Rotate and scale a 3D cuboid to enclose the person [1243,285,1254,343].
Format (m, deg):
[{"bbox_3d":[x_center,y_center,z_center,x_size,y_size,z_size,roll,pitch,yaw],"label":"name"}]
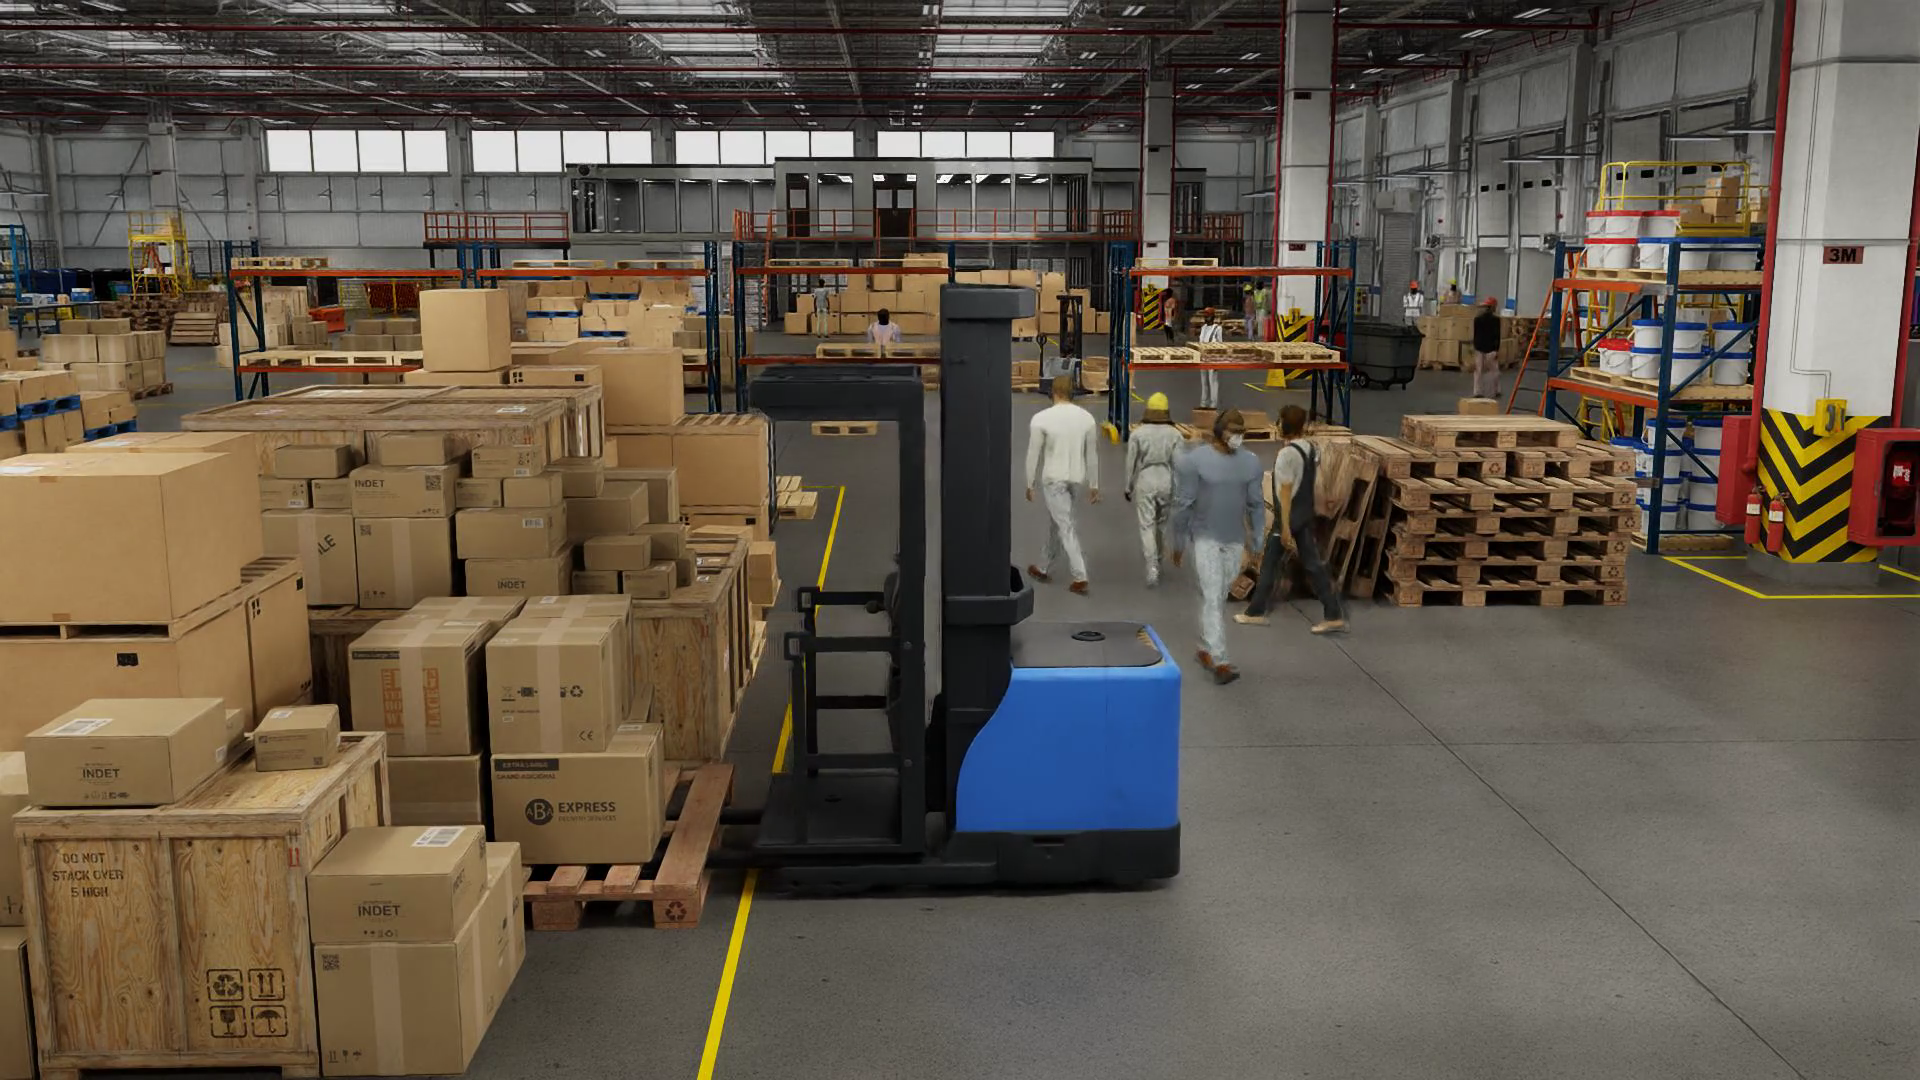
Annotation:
[{"bbox_3d":[8.628,-6.722,49.573,0.410,1.755,0.533,-2,10,-12],"label":"person"}]

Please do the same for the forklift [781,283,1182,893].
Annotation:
[{"bbox_3d":[0.090,0.173,8.014,1.873,2.768,1.129,0,10,-2],"label":"forklift"}]

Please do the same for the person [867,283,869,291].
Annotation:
[{"bbox_3d":[-3.351,-8.378,58.404,0.957,1.883,0.651,-2,10,-12],"label":"person"}]

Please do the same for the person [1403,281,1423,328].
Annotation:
[{"bbox_3d":[12.896,-6.417,47.403,0.551,1.922,0.515,2,10,12],"label":"person"}]

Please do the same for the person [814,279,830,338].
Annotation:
[{"bbox_3d":[-4.343,-7.272,52.306,0.537,1.869,0.312,1,10,8],"label":"person"}]

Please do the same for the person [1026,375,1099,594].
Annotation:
[{"bbox_3d":[0.897,-0.488,14.536,0.633,1.875,1.006,-6,12,-31],"label":"person"}]

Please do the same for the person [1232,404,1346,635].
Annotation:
[{"bbox_3d":[2.610,-0.155,12.899,0.527,1.805,0.988,-10,14,-44],"label":"person"}]

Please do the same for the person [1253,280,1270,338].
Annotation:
[{"bbox_3d":[9.374,-7.230,52.205,0.671,1.820,0.658,-7,13,-36],"label":"person"}]

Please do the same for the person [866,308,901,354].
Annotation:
[{"bbox_3d":[-1.391,-3.277,30.150,0.619,1.838,0.430,1,10,5],"label":"person"}]

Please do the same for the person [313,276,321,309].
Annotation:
[{"bbox_3d":[-25.270,-9.576,65.431,0.313,1.769,0.523,-7,12,-35],"label":"person"}]

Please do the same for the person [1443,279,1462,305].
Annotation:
[{"bbox_3d":[15.251,-7.154,51.572,0.591,1.904,0.817,-1,10,-8],"label":"person"}]

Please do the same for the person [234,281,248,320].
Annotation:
[{"bbox_3d":[-20.891,-6.592,48.460,0.557,1.899,0.971,7,12,34],"label":"person"}]

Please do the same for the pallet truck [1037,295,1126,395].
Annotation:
[{"bbox_3d":[2.483,-3.881,33.060,1.885,1.965,0.823,-7,13,-36],"label":"pallet truck"}]

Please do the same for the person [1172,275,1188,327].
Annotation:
[{"bbox_3d":[7.749,-8.558,59.292,0.747,1.948,0.388,3,11,18],"label":"person"}]

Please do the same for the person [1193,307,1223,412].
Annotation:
[{"bbox_3d":[4.396,-3.167,29.400,0.355,1.885,0.575,-6,12,-29],"label":"person"}]

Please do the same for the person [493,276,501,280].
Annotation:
[{"bbox_3d":[-16.271,-8.464,58.471,0.684,2.000,0.970,2,10,11],"label":"person"}]

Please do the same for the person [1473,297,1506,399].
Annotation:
[{"bbox_3d":[10.230,-3.685,32.054,0.890,1.959,0.654,-8,13,-38],"label":"person"}]

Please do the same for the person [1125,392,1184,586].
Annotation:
[{"bbox_3d":[1.745,-0.465,14.834,0.496,1.707,0.840,0,10,-1],"label":"person"}]

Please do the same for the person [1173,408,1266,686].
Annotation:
[{"bbox_3d":[1.841,0.046,11.481,0.634,1.886,1.010,-3,11,-16],"label":"person"}]

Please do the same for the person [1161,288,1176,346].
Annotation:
[{"bbox_3d":[5.996,-6.454,48.259,0.611,1.672,0.557,-2,10,-12],"label":"person"}]

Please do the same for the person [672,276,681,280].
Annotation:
[{"bbox_3d":[-8.793,-7.369,52.508,1.024,2.004,0.619,9,13,40],"label":"person"}]

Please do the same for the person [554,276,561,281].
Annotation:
[{"bbox_3d":[-14.498,-8.685,60.020,0.587,1.928,0.363,7,12,33],"label":"person"}]

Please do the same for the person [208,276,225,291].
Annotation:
[{"bbox_3d":[-26.220,-8.397,58.709,0.583,1.837,0.999,0,10,1],"label":"person"}]
